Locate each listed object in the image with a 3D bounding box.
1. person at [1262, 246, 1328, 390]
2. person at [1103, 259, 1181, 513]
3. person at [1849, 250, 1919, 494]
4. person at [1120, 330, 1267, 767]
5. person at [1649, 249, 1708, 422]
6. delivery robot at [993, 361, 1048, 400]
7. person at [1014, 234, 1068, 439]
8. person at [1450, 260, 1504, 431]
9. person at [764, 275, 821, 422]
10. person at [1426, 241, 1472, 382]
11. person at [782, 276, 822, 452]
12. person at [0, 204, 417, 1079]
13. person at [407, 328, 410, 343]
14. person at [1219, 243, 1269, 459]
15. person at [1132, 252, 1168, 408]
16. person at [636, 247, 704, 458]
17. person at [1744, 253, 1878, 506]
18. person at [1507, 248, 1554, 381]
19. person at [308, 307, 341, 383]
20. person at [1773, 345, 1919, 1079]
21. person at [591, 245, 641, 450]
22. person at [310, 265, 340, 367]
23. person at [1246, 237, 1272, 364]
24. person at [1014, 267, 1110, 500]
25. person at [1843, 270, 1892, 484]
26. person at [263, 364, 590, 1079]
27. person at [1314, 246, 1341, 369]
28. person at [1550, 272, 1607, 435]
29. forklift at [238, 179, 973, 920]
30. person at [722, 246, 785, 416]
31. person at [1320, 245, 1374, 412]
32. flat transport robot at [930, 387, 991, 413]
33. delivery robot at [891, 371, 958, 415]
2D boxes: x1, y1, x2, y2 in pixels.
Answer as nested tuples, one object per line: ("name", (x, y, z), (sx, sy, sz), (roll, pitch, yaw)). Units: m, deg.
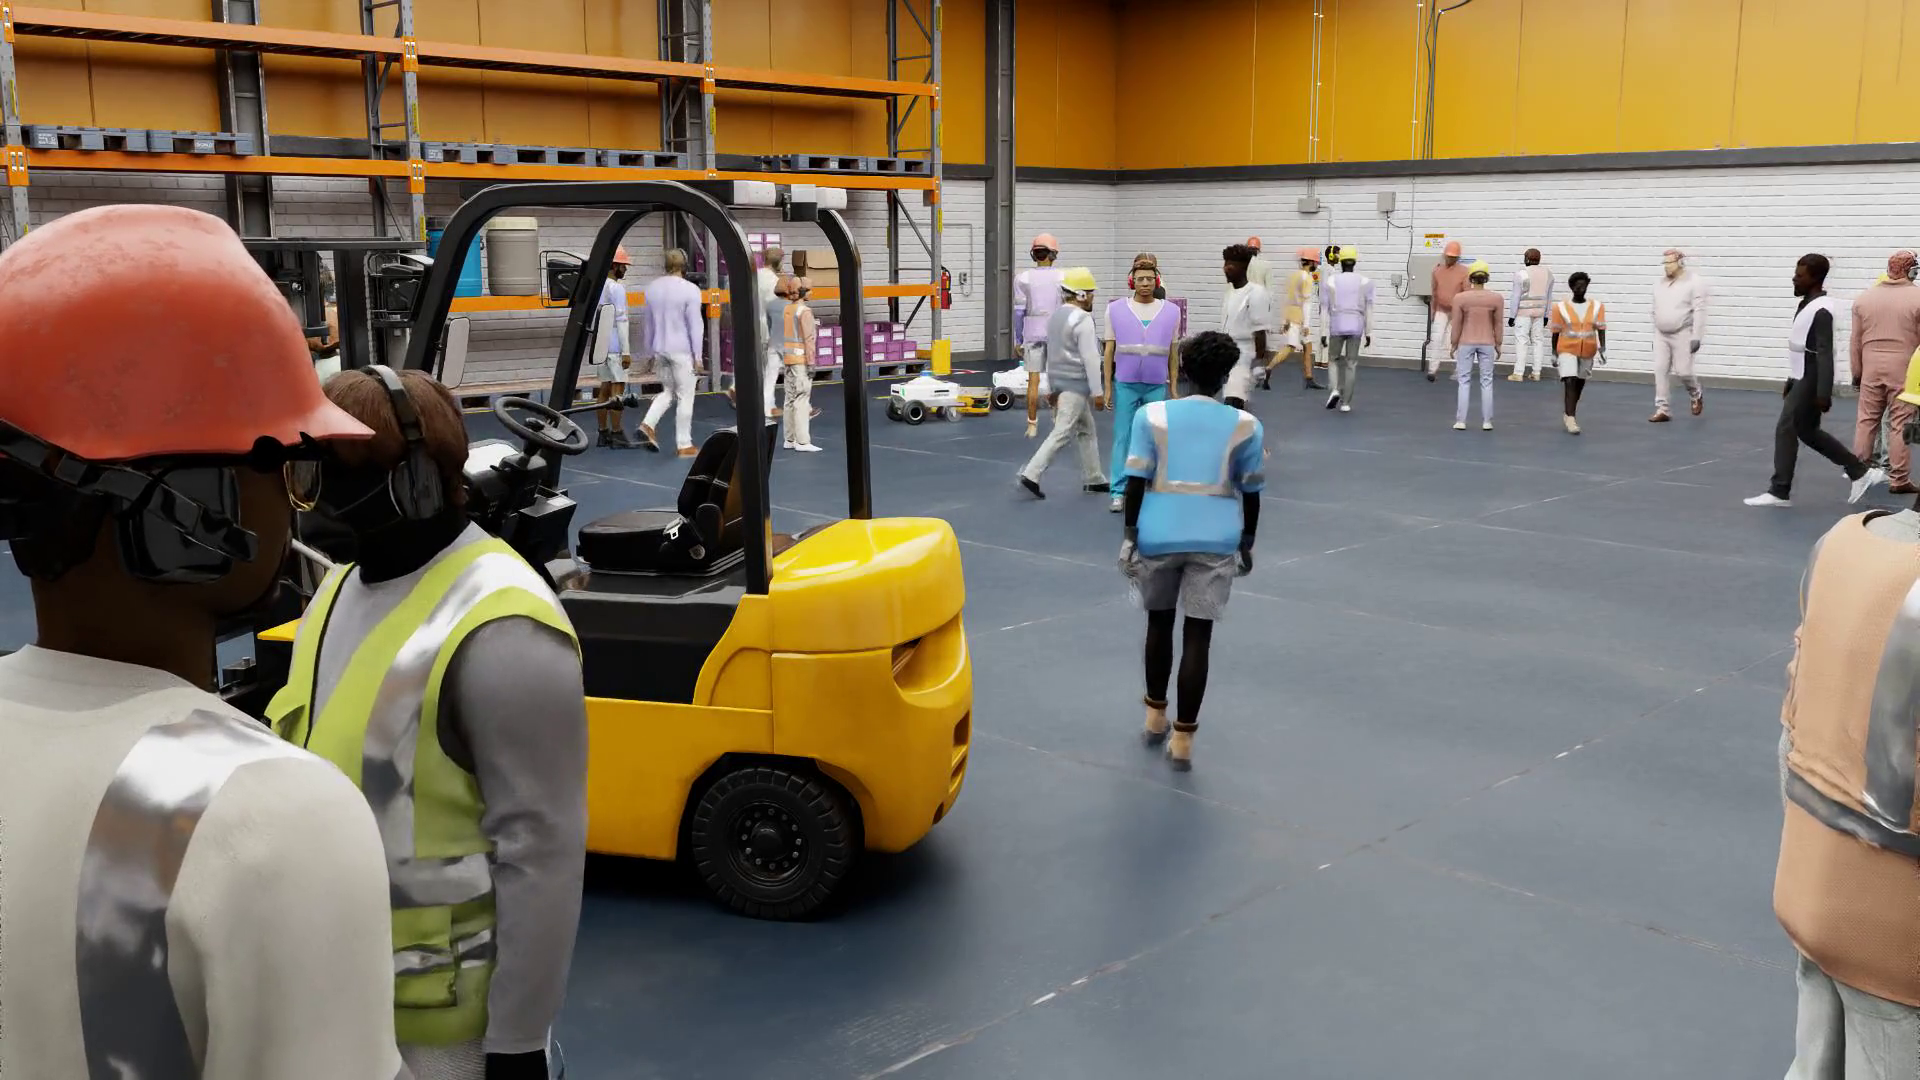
("person", (4.330, -2.879, 21.698), (0.977, 1.892, 0.571), (-1, 10, -5))
("person", (1.327, -1.124, 12.197), (0.564, 1.848, 0.388), (-1, 10, -3))
("person", (7.354, -1.319, 13.105), (0.408, 1.908, 0.645), (-8, 13, -37))
("person", (0.910, 0.020, 6.477), (0.554, 1.646, 0.663), (1, 10, 7))
("person", (7.796, -2.218, 18.073), (0.627, 1.880, 0.651), (-8, 13, -37))
("delivery robot", (0.740, -1.844, 19.401), (0.707, 0.478, 0.477), (1, 10, 3))
("person", (0.838, -2.016, 16.554), (0.605, 2.035, 0.392), (1, 10, 5))
("person", (5.365, -2.016, 17.295), (0.533, 1.765, 0.330), (2, 11, 9))
("person", (-1.880, -2.060, 18.004), (0.513, 1.585, 0.857), (7, 12, 32))
("person", (6.776, -3.157, 23.030), (0.647, 1.927, 1.044), (8, 13, 37))
("person", (-1.504, -1.644, 15.600), (0.313, 1.639, 0.517), (-6, 12, -30))
("person", (-0.636, 0.752, 1.438), (0.607, 2.044, 0.372), (6, 12, 30))
("person", (-5.086, -1.461, 14.657), (0.527, 1.614, 0.615), (-4, 11, -23))
("person", (2.325, -1.496, 13.931), (0.417, 1.951, 0.643), (-4, 11, -19))
("person", (1.990, -2.144, 17.784), (0.429, 1.839, 0.634), (-1, 10, -7))
("person", (-2.633, -1.676, 15.034), (0.623, 1.923, 0.579), (7, 13, 34))
("person", (6.386, -1.173, 12.335), (0.825, 1.899, 0.581), (4, 11, 20))
("person", (7.914, -3.128, 23.142), (0.633, 1.842, 0.429), (-3, 11, -14))
("person", (-3.475, -0.468, 9.206), (0.281, 1.634, 0.498), (-6, 12, -28))
("person", (1.466, 0.606, 2.556), (0.381, 1.923, 0.592), (1, 10, 3))
("person", (-3.276, -1.830, 15.814), (0.377, 1.932, 0.551), (-9, 13, -39))
("person", (-4.500, -1.053, 11.884), (0.504, 1.819, 0.718), (1, 10, 5))
("person", (4.561, -3.726, 25.987), (0.612, 1.996, 0.388), (2, 11, 10))
("person", (0.825, -1.194, 12.769), (0.931, 1.792, 0.602), (-4, 11, -20))
("person", (7.545, -1.333, 13.625), (0.295, 1.743, 0.493), (0, 10, -1))
("person", (-0.810, 0.655, 2.522), (0.429, 1.839, 0.633), (-9, 14, -42))
("person", (5.618, -3.540, 25.348), (0.314, 1.858, 0.533), (-2, 11, -11))
("person", (6.353, -1.933, 17.142), (0.534, 1.655, 0.863), (0, 10, 2))
("forklift", (-1.114, -0.058, 5.440), (2.313, 2.155, 1.214), (2, 11, 13))
("person", (-2.258, -2.318, 18.547), (0.660, 1.910, 0.643), (-7, 13, -34))
("person", (4.431, -2.419, 19.093), (0.590, 1.912, 0.410), (2, 11, 12))
("flat transport robot", (0.031, -1.634, 19.281), (0.652, 0.197, 1.431), (1, 10, 3))
("delivery robot", (-0.380, -1.590, 18.014), (0.707, 0.478, 0.477), (-5, 12, -27))
